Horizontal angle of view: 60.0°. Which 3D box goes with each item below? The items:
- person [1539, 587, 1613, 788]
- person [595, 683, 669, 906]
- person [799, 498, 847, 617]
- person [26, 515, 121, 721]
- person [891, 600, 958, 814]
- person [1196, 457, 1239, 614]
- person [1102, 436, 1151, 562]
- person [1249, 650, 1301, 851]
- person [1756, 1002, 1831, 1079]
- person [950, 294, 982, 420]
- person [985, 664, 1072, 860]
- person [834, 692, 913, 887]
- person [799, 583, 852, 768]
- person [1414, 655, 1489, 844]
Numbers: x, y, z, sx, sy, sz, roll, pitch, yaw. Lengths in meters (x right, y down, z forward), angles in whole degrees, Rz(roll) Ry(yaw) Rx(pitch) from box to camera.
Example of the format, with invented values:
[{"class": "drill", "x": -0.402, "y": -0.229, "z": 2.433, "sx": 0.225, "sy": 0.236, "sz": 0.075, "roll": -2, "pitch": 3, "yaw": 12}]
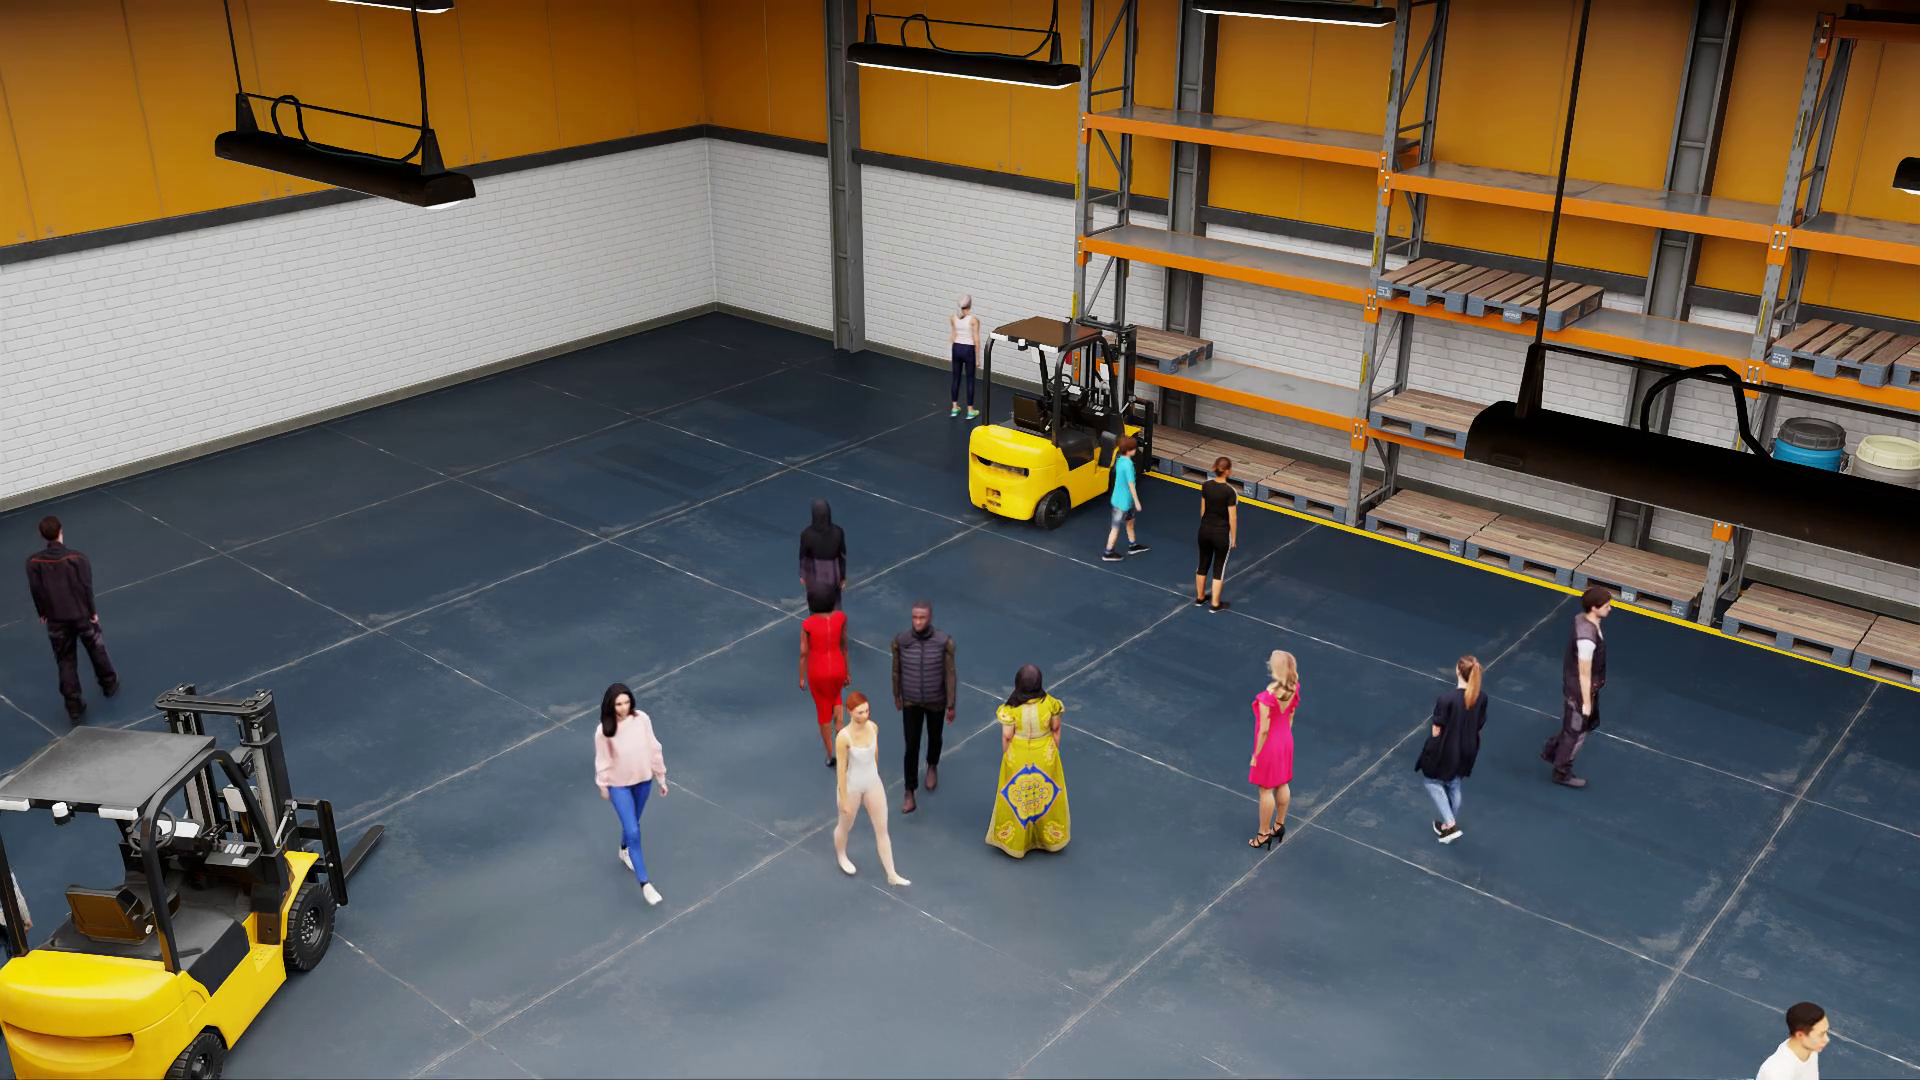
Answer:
[{"class": "person", "x": 5.102, "y": 1.219, "z": 13.909, "sx": 0.807, "sy": 1.835, "sz": 0.782, "roll": 8, "pitch": 25, "yaw": 17}, {"class": "person", "x": -2.533, "y": 1.840, "z": 12.638, "sx": 0.825, "sy": 1.714, "sz": 1.187, "roll": -16, "pitch": 28, "yaw": -33}, {"class": "person", "x": -1.312, "y": 0.381, "z": 16.108, "sx": 0.806, "sy": 1.608, "sz": 0.896, "roll": -7, "pitch": 25, "yaw": -16}, {"class": "person", "x": -8.038, "y": 0.719, "z": 14.986, "sx": 1.063, "sy": 1.886, "sz": 1.176, "roll": -5, "pitch": 24, "yaw": -12}, {"class": "person", "x": -0.268, "y": 1.301, "z": 13.769, "sx": 1.163, "sy": 1.796, "sz": 1.153, "roll": 2, "pitch": 24, "yaw": 3}, {"class": "person", "x": 2.619, "y": -0.069, "z": 17.062, "sx": 0.468, "sy": 1.668, "sz": 0.647, "roll": 21, "pitch": 31, "yaw": 39}, {"class": "person", "x": 1.712, "y": -0.441, "z": 18.214, "sx": 0.856, "sy": 1.428, "sz": 0.792, "roll": -1, "pitch": 24, "yaw": -3}, {"class": "person", "x": 2.474, "y": 1.639, "z": 13.082, "sx": 0.616, "sy": 1.728, "sz": 0.600, "roll": -17, "pitch": 29, "yaw": -34}, {"class": "person", "x": 4.401, "y": 3.296, "z": 9.242, "sx": 0.809, "sy": 1.766, "sz": 1.201, "roll": -18, "pitch": 29, "yaw": -35}, {"class": "person", "x": 0.056, "y": -2.504, "z": 22.592, "sx": 0.548, "sy": 1.701, "sz": 0.704, "roll": 11, "pitch": 26, "yaw": 23}, {"class": "person", "x": 0.549, "y": 1.717, "z": 12.992, "sx": 1.002, "sy": 1.656, "sz": 1.047, "roll": -4, "pitch": 24, "yaw": -8}, {"class": "person", "x": -0.826, "y": 1.866, "z": 12.706, "sx": 0.700, "sy": 1.613, "sz": 0.997, "roll": -19, "pitch": 30, "yaw": -36}, {"class": "person", "x": -1.097, "y": 1.196, "z": 14.091, "sx": 0.704, "sy": 1.731, "sz": 0.731, "roll": -11, "pitch": 26, "yaw": -23}, {"class": "person", "x": 3.906, "y": 1.694, "z": 13.021, "sx": 0.840, "sy": 1.676, "sz": 0.906, "roll": -6, "pitch": 24, "yaw": -13}]
